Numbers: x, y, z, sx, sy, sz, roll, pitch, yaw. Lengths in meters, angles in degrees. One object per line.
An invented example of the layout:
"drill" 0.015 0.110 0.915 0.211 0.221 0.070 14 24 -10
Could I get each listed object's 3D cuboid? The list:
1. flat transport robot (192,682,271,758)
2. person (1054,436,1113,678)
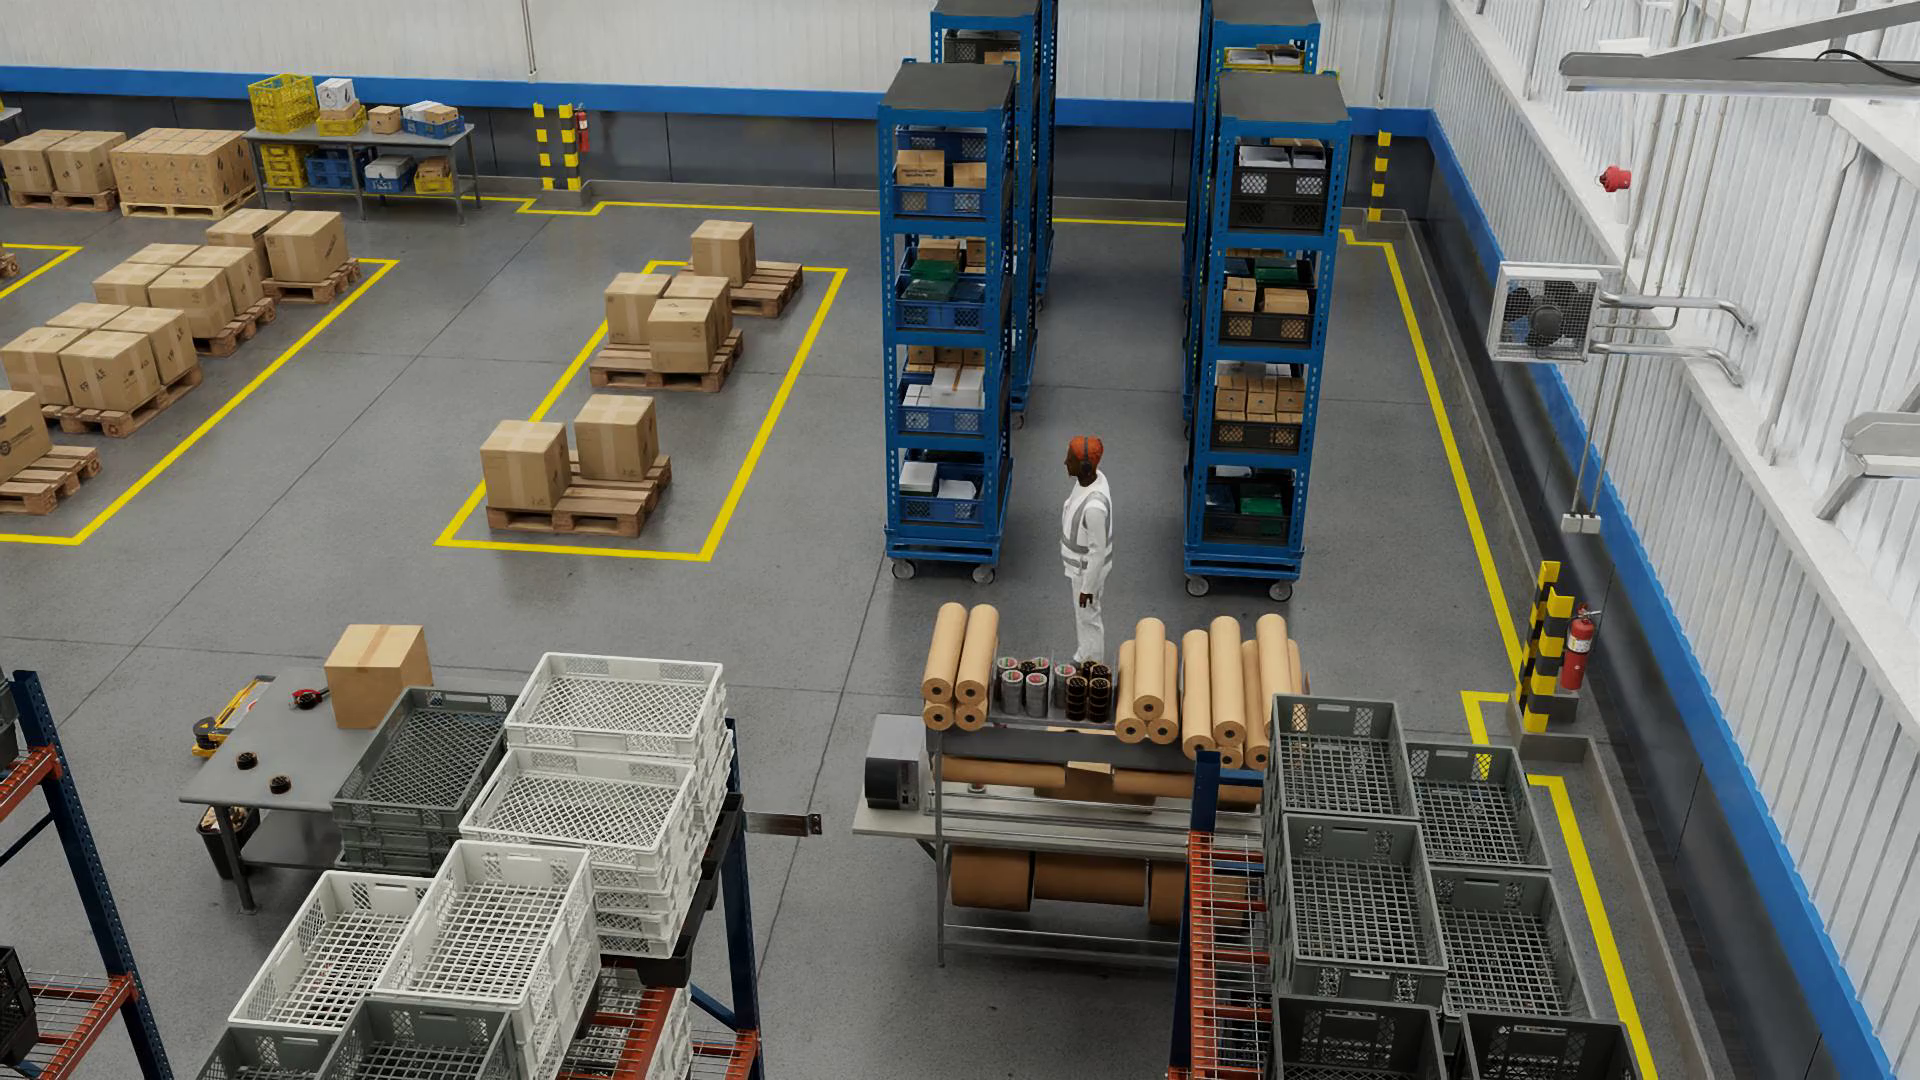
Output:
"flat transport robot" -4.089 1.163 10.648 1.431 0.197 0.652 3 30 6
"person" 0.810 0.176 10.765 0.343 1.882 0.578 0 30 -1
